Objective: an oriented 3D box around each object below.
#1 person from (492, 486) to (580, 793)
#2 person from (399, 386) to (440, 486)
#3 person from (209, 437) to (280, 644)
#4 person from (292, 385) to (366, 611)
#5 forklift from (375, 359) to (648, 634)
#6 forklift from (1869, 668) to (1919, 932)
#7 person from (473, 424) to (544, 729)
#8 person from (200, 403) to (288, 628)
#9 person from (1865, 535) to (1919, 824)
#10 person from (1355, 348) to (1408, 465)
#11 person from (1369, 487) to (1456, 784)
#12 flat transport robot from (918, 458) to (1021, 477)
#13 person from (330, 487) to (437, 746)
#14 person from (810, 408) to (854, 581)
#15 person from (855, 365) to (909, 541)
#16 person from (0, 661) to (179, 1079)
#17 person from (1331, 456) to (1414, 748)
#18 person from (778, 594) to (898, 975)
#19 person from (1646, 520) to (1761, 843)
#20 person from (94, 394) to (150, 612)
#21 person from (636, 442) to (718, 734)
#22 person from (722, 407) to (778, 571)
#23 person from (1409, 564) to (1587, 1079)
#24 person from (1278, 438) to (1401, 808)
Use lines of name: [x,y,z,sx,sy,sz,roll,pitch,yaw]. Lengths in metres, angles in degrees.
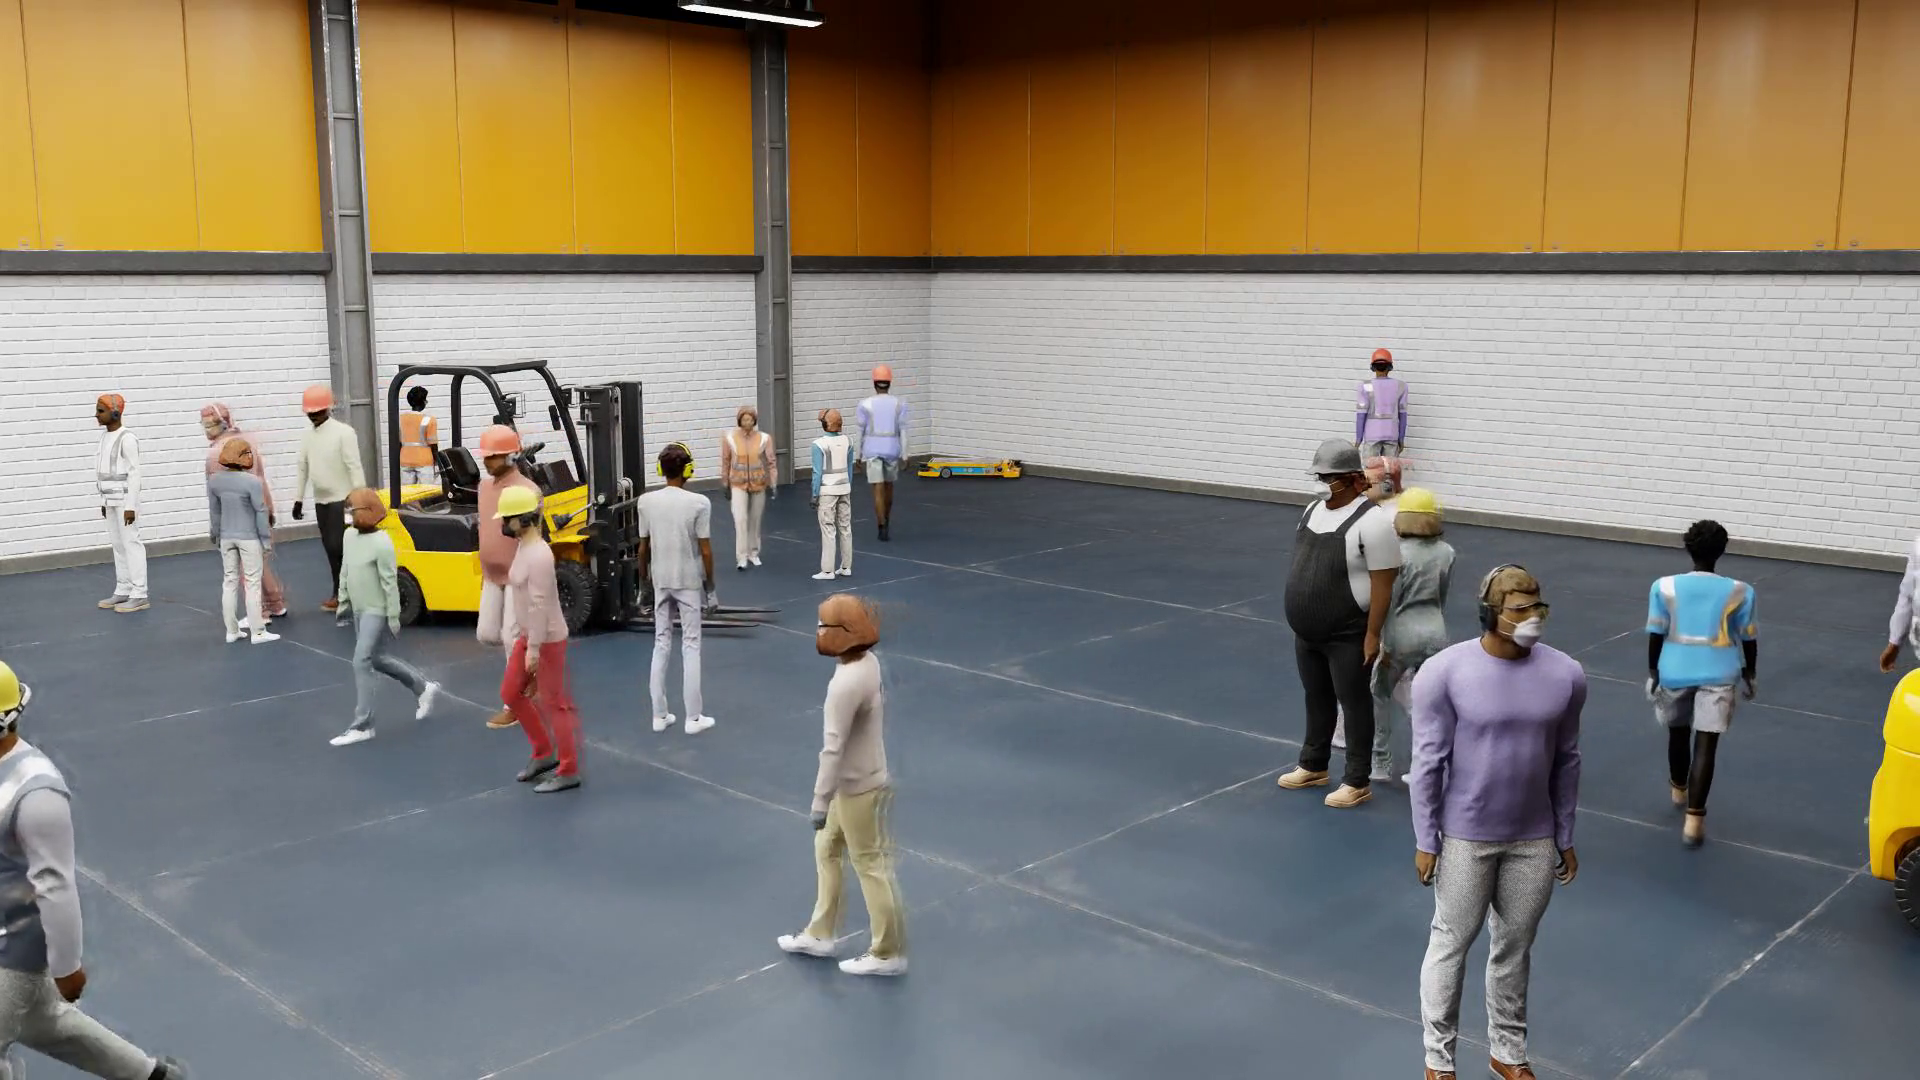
person: [-2.380,0.561,9.344,0.471,1.747,0.536,-5,11,-28]
person: [-5.850,-0.815,17.985,0.532,1.691,0.318,3,10,16]
person: [-5.660,0.006,13.119,0.507,1.633,0.278,3,10,15]
person: [-5.417,-0.347,14.266,0.656,1.968,0.451,5,11,28]
forklift: [-3.850,-0.407,13.936,2.313,2.155,1.214,2,9,11]
forklift: [5.205,0.723,7.013,2.313,2.155,1.214,9,13,43]
person: [-2.869,0.223,10.753,0.621,1.972,0.590,7,12,37]
person: [-5.924,-0.196,13.641,0.461,1.870,0.676,0,9,-1]
person: [5.291,0.576,8.827,1.004,1.909,0.596,-2,9,-13]
person: [4.859,-1.199,19.269,0.609,2.040,0.394,-1,9,-5]
person: [2.543,0.553,9.498,0.493,1.724,0.599,-3,10,-17]
flat transport robot: [0.146,-1.036,23.678,1.431,0.197,0.652,1,9,5]
person: [-3.654,0.448,10.484,0.511,1.609,0.718,9,13,44]
person: [-1.208,-0.432,15.788,0.307,1.641,0.511,8,12,41]
person: [-0.876,-0.971,18.316,0.569,1.888,0.957,-2,9,-11]
person: [-2.941,1.211,5.251,0.580,1.802,0.881,8,12,41]
person: [2.570,0.420,9.916,0.971,1.861,0.638,5,11,28]
person: [-0.553,1.022,6.925,0.669,1.608,0.524,1,9,8]
person: [3.891,0.714,8.738,0.541,1.642,0.912,5,11,29]
person: [-7.265,-0.322,14.369,0.574,1.883,0.356,8,12,40]
person: [-1.806,0.307,10.600,0.532,1.862,0.328,3,10,15]
person: [-2.049,-0.495,16.263,0.539,1.593,0.844,-1,9,-9]
person: [1.881,1.041,5.840,0.630,1.940,0.372,-1,9,-9]
person: [2.045,0.445,9.182,0.535,2.000,0.687,-5,11,-28]
